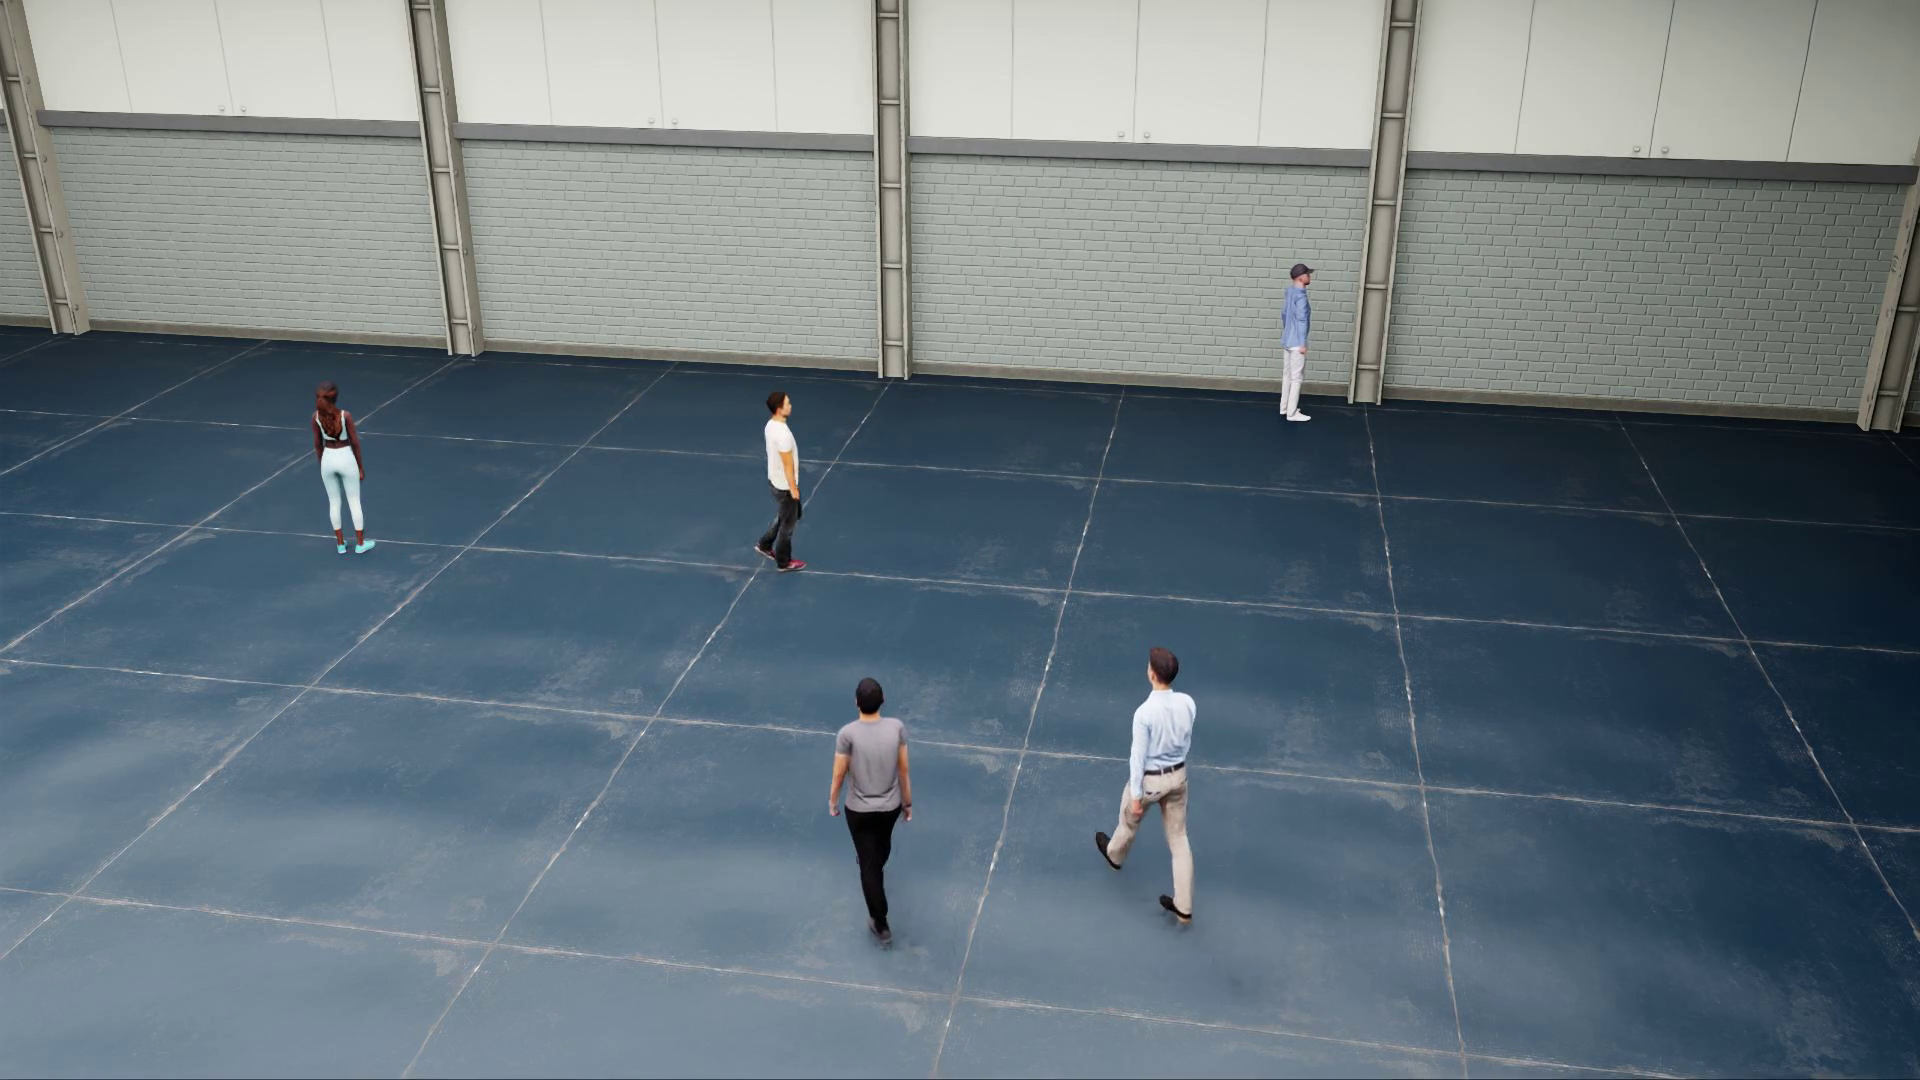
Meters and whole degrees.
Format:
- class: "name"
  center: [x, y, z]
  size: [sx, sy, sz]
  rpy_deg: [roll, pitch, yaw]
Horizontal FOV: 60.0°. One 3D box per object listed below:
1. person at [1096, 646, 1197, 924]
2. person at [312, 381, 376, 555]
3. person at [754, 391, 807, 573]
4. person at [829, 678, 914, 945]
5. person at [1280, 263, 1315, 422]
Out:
- class: "person"
  center: [1.321, 1.607, 10.636]
  size: [1.234, 1.795, 1.186]
  rpy_deg: [-11, 25, -24]
- class: "person"
  center: [-6.034, -0.707, 16.167]
  size: [0.536, 1.725, 0.677]
  rpy_deg: [-1, 23, -3]
- class: "person"
  center: [-1.743, -0.529, 15.661]
  size: [0.848, 1.792, 0.788]
  rpy_deg: [-6, 24, -14]
- class: "person"
  center: [-0.528, 1.724, 10.473]
  size: [1.160, 1.708, 1.089]
  rpy_deg: [-9, 25, -20]
- class: "person"
  center: [4.011, -2.377, 19.886]
  size: [0.697, 1.887, 0.724]
  rpy_deg: [-4, 23, -9]
